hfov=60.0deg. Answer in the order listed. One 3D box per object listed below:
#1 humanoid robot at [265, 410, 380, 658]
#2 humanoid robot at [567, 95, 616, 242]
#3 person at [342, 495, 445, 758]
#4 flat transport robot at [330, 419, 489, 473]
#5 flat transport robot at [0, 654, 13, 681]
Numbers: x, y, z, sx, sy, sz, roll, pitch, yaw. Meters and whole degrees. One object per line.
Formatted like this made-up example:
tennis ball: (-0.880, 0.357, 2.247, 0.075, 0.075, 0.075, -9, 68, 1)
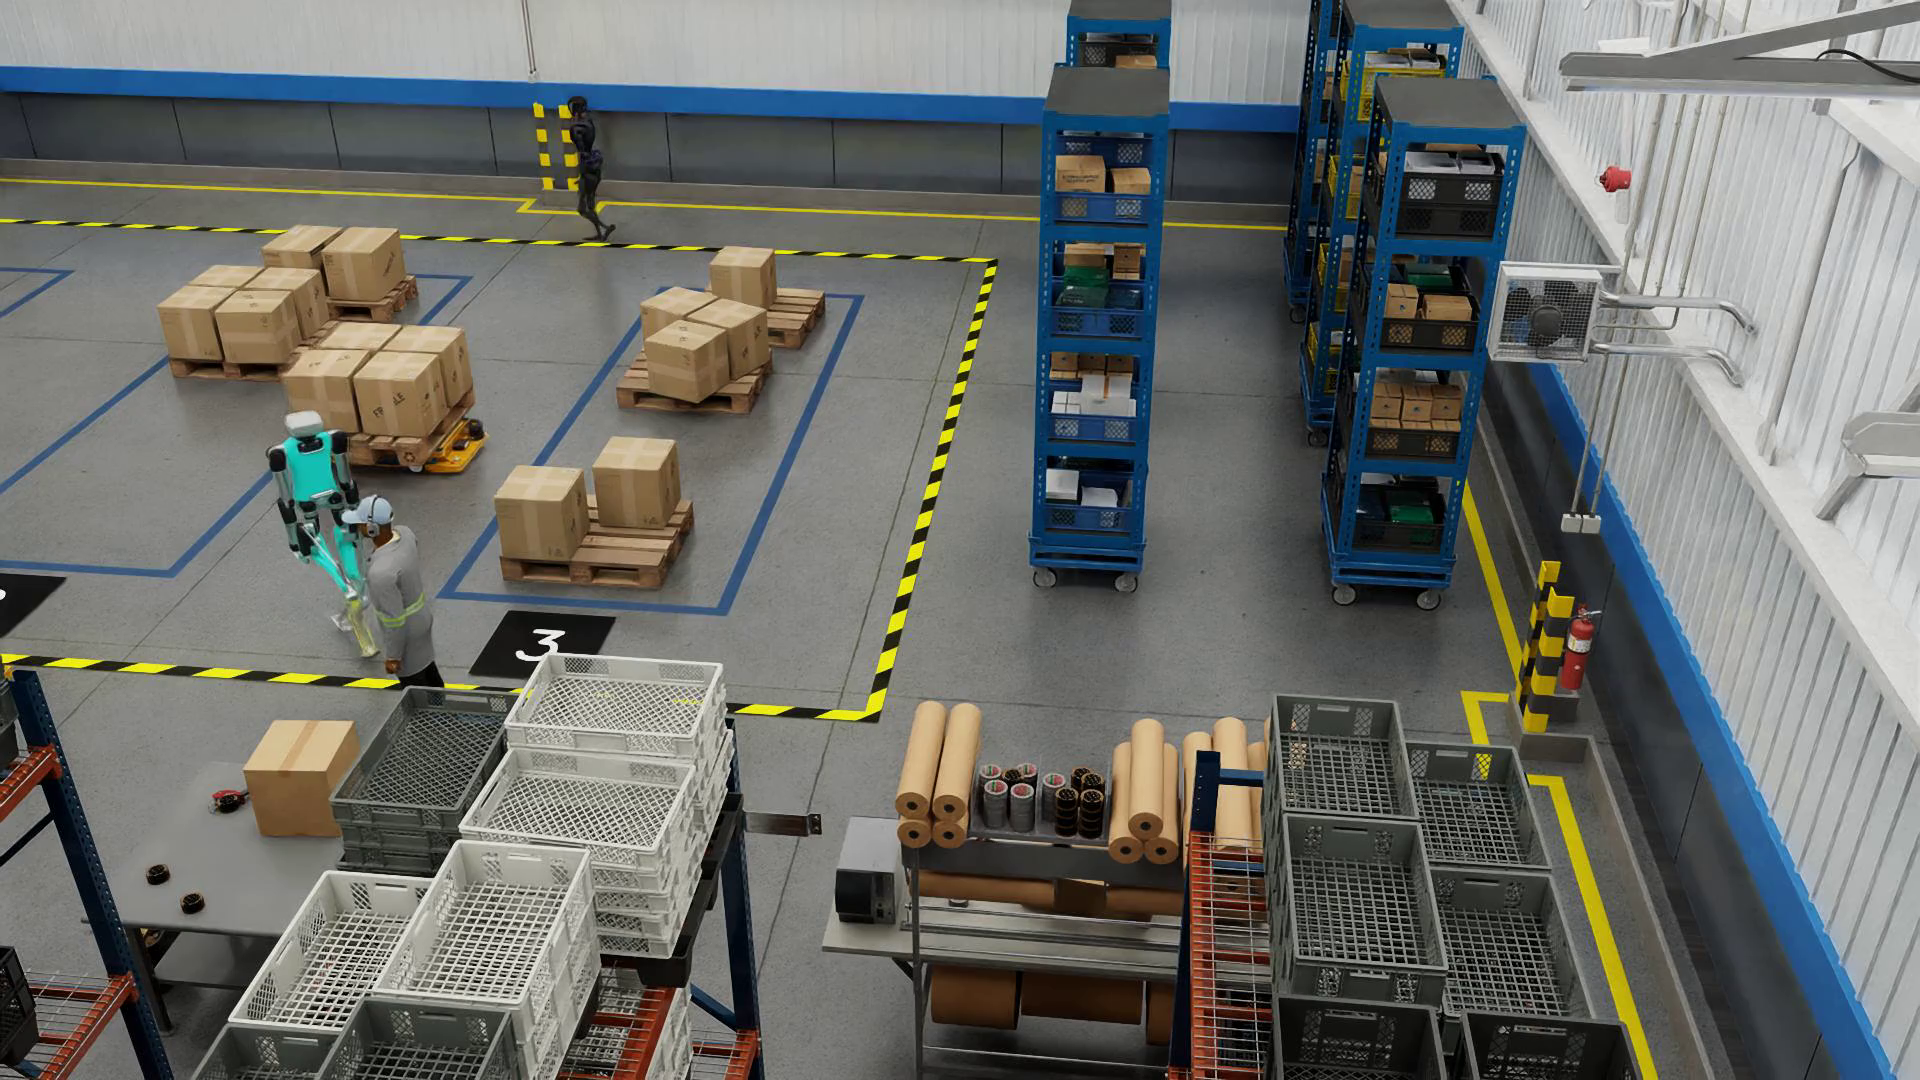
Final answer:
humanoid robot: (-4.162, 0.046, 11.196, 0.533, 1.776, 1.039, -24, 38, -35)
humanoid robot: (-4.036, -4.067, 18.255, 0.394, 1.639, 0.609, -2, 30, -3)
person: (-3.425, 0.549, 10.158, 0.400, 1.852, 0.588, -1, 30, -2)
flat transport robot: (-4.803, -0.835, 14.080, 1.431, 0.197, 0.652, 3, 30, 6)
flat transport robot: (-7.142, 0.969, 11.010, 1.431, 0.231, 0.659, 3, 30, 6)
